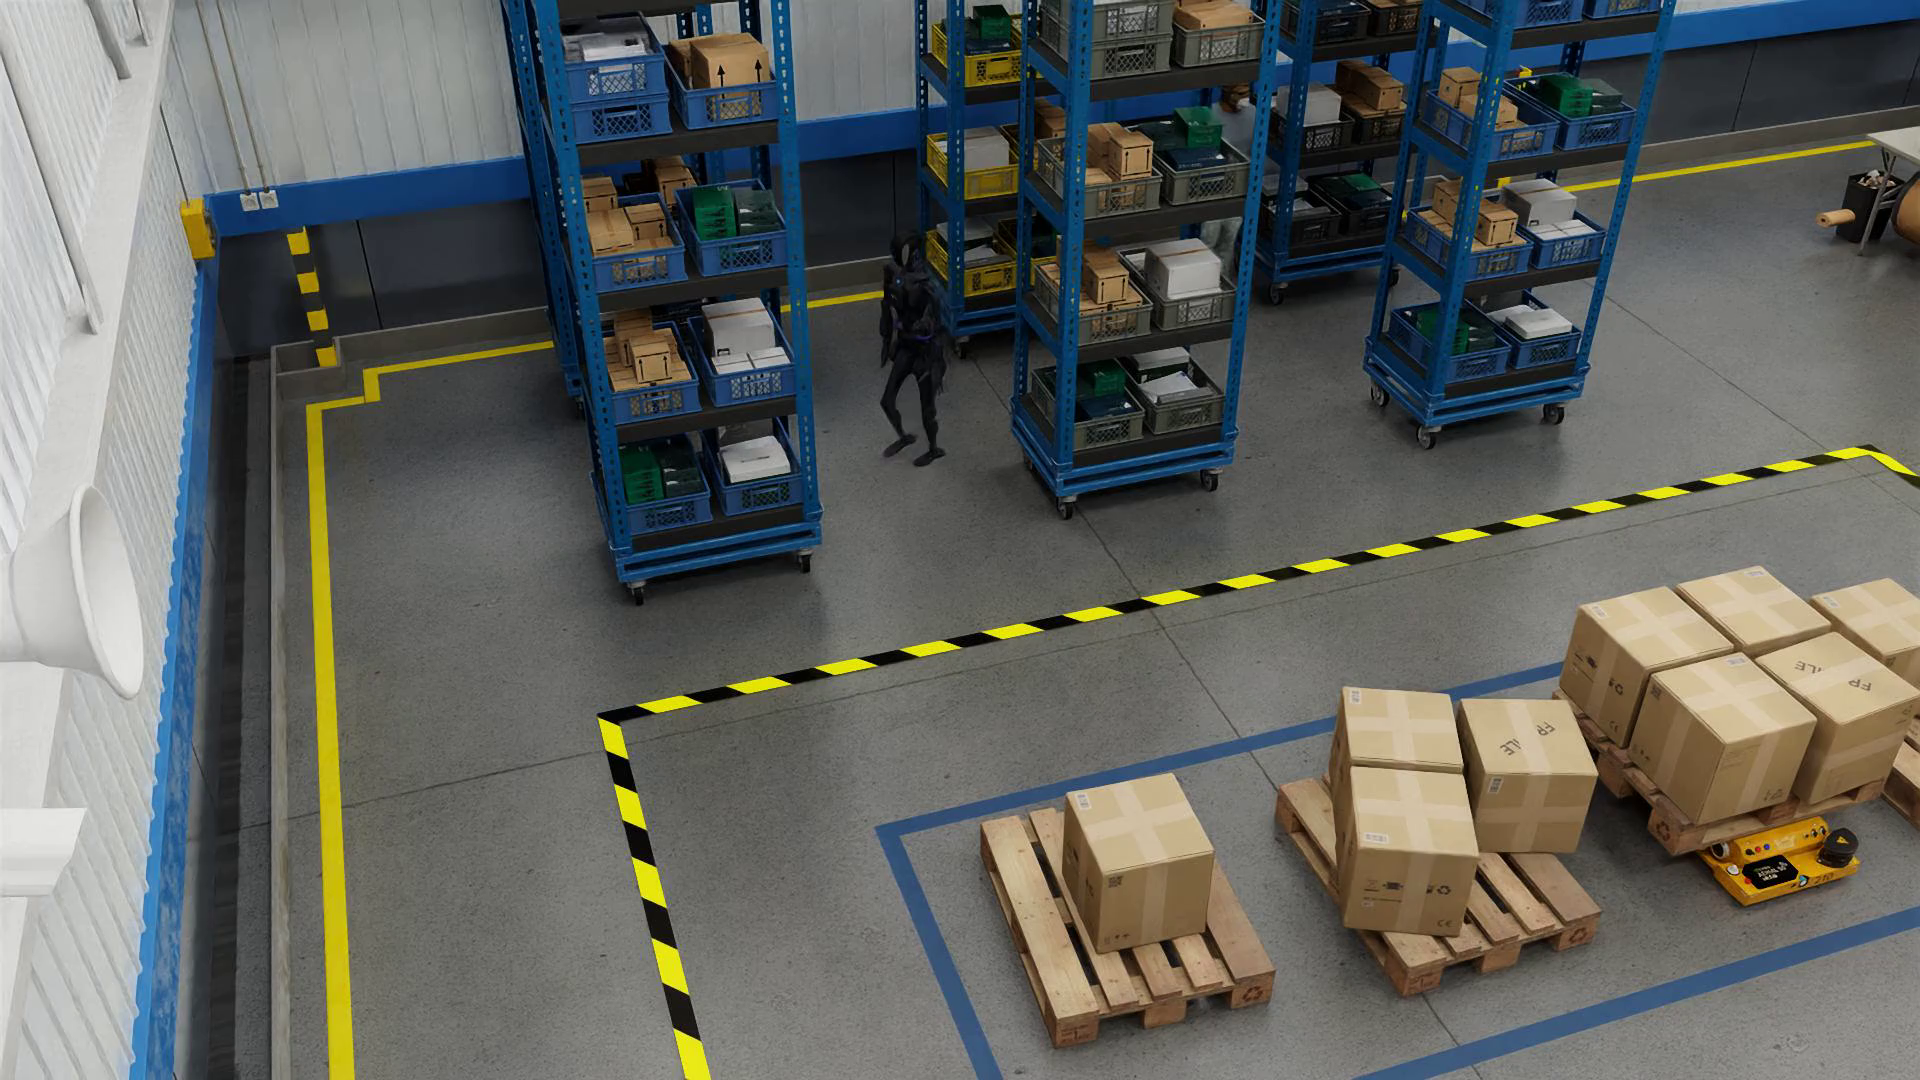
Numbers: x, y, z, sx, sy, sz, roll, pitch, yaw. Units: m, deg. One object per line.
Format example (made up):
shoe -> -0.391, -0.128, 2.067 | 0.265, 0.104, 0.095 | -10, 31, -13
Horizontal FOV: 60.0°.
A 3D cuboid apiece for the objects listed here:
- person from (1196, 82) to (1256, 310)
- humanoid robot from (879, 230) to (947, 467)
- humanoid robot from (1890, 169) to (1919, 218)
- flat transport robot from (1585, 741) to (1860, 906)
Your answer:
person -> 1.915, -2.535, 12.209 | 0.633, 1.933, 0.376 | -25, 42, -31
humanoid robot -> -0.274, -1.203, 10.543 | 0.366, 1.646, 0.588 | -29, 44, -35
humanoid robot -> 8.226, -3.396, 13.680 | 0.733, 1.629, 0.609 | 9, 36, 12
flat transport robot -> 3.738, 1.188, 8.347 | 0.652, 0.197, 1.431 | -11, 37, -15
